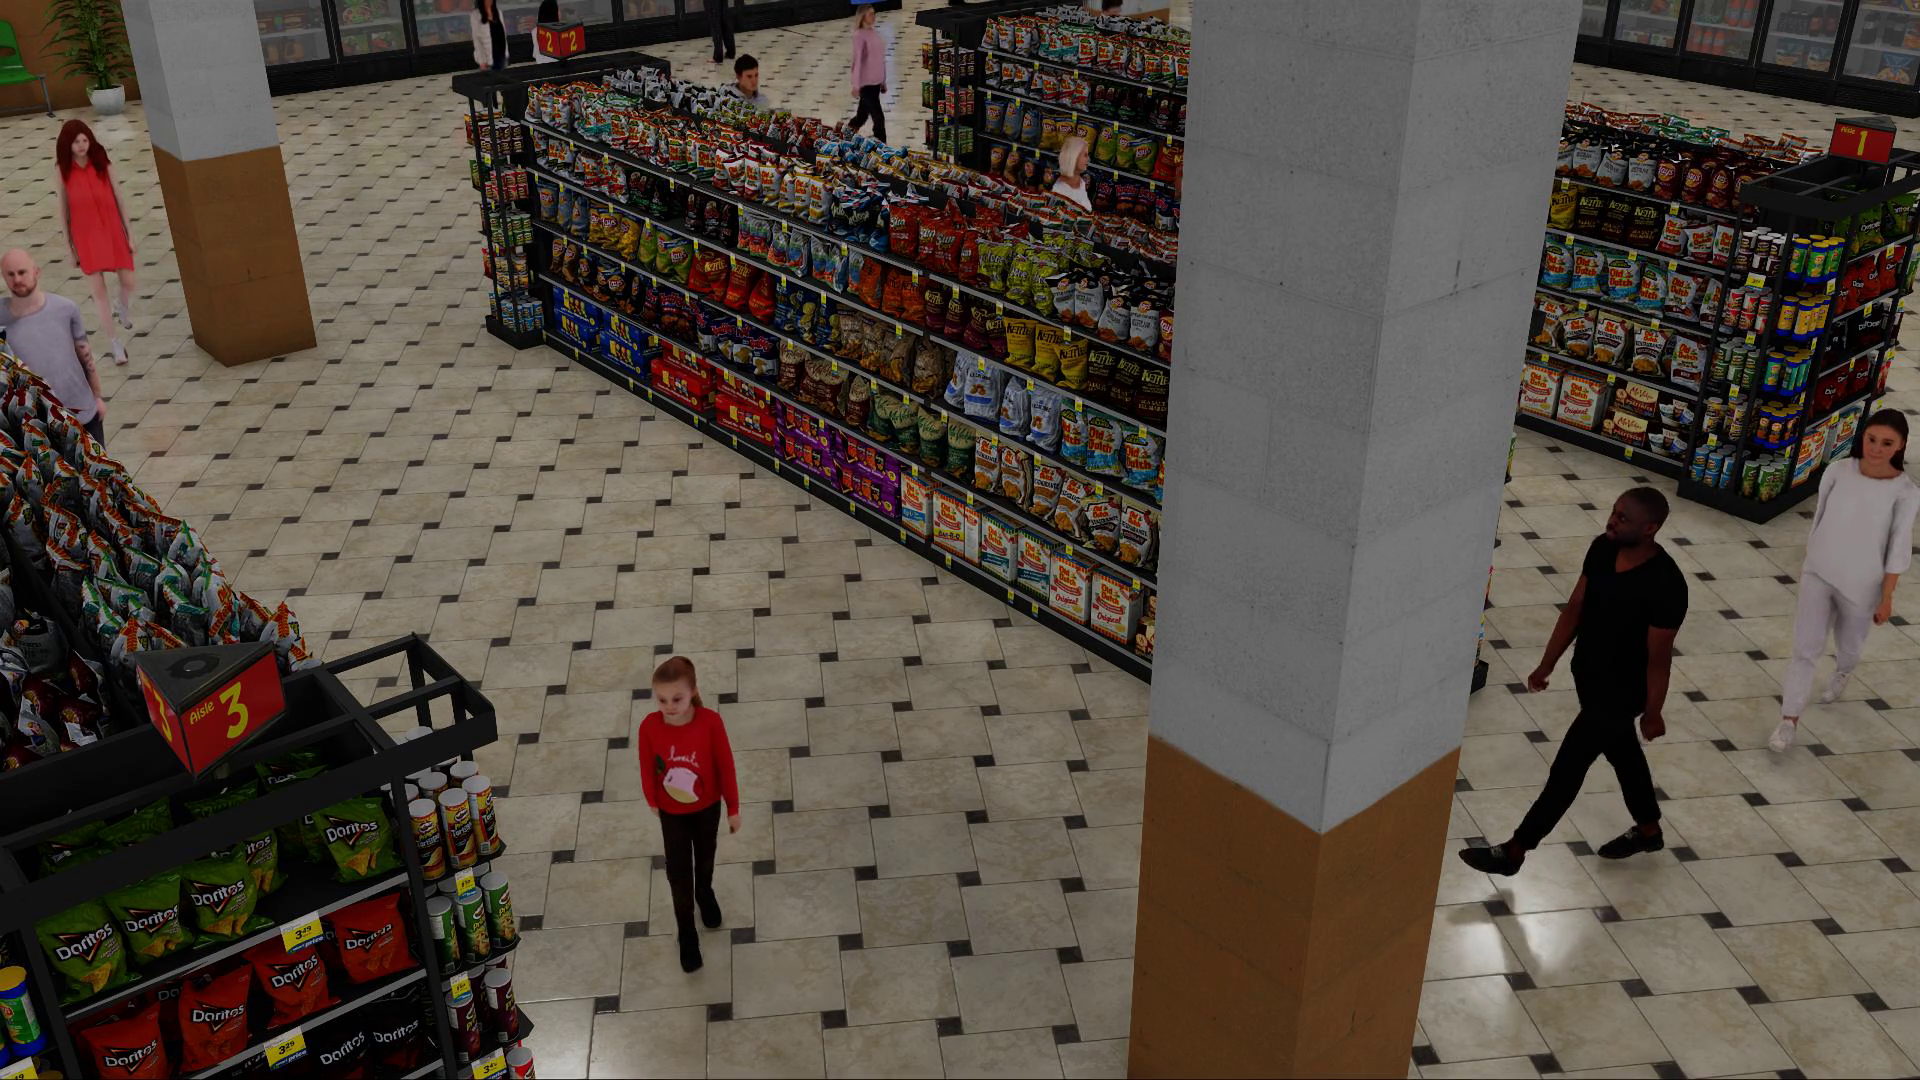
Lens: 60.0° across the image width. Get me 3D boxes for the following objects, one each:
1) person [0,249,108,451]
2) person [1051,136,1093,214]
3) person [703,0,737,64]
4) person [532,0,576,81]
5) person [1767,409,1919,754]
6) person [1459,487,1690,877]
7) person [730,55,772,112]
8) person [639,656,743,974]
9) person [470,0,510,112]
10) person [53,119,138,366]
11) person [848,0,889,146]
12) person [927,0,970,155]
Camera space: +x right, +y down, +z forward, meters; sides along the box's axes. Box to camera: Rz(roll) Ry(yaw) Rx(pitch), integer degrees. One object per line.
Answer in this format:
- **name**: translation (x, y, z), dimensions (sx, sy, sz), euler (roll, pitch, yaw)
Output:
- **person**: translation (-5.111, -0.756, 9.401), dimensions (0.721, 1.837, 0.654), euler (-14, 30, -25)
- **person**: translation (0.731, -2.070, 12.095), dimensions (0.791, 1.744, 0.700), euler (17, 31, 29)
- **person**: translation (-3.321, -7.478, 22.620), dimensions (0.648, 1.870, 0.720), euler (16, 31, 29)
- **person**: translation (-4.312, -4.909, 17.763), dimensions (0.681, 1.680, 0.821), euler (14, 30, 26)
- **person**: translation (4.177, 0.159, 7.799), dimensions (1.074, 1.654, 0.762), euler (22, 34, 37)
- **person**: translation (2.738, 0.609, 6.784), dimensions (1.134, 1.769, 1.240), euler (-4, 27, -8)
- **person**: translation (-1.839, -3.097, 13.933), dimensions (1.020, 1.914, 0.871), euler (15, 31, 27)
- **person**: translation (-1.076, 0.999, 6.577), dimensions (0.660, 1.261, 0.802), euler (-9, 28, -17)
- **person**: translation (-5.433, -5.559, 19.126), dimensions (1.000, 1.606, 0.735), euler (21, 34, 36)
- **person**: translation (-6.351, -2.209, 12.300), dimensions (0.692, 1.806, 0.853), euler (-13, 30, -24)
- **person**: translation (-1.046, -4.797, 17.574), dimensions (1.174, 1.651, 0.903), euler (13, 30, 24)
- **person**: translation (0.051, -5.001, 17.727), dimensions (1.225, 1.878, 0.762), euler (23, 35, 38)
